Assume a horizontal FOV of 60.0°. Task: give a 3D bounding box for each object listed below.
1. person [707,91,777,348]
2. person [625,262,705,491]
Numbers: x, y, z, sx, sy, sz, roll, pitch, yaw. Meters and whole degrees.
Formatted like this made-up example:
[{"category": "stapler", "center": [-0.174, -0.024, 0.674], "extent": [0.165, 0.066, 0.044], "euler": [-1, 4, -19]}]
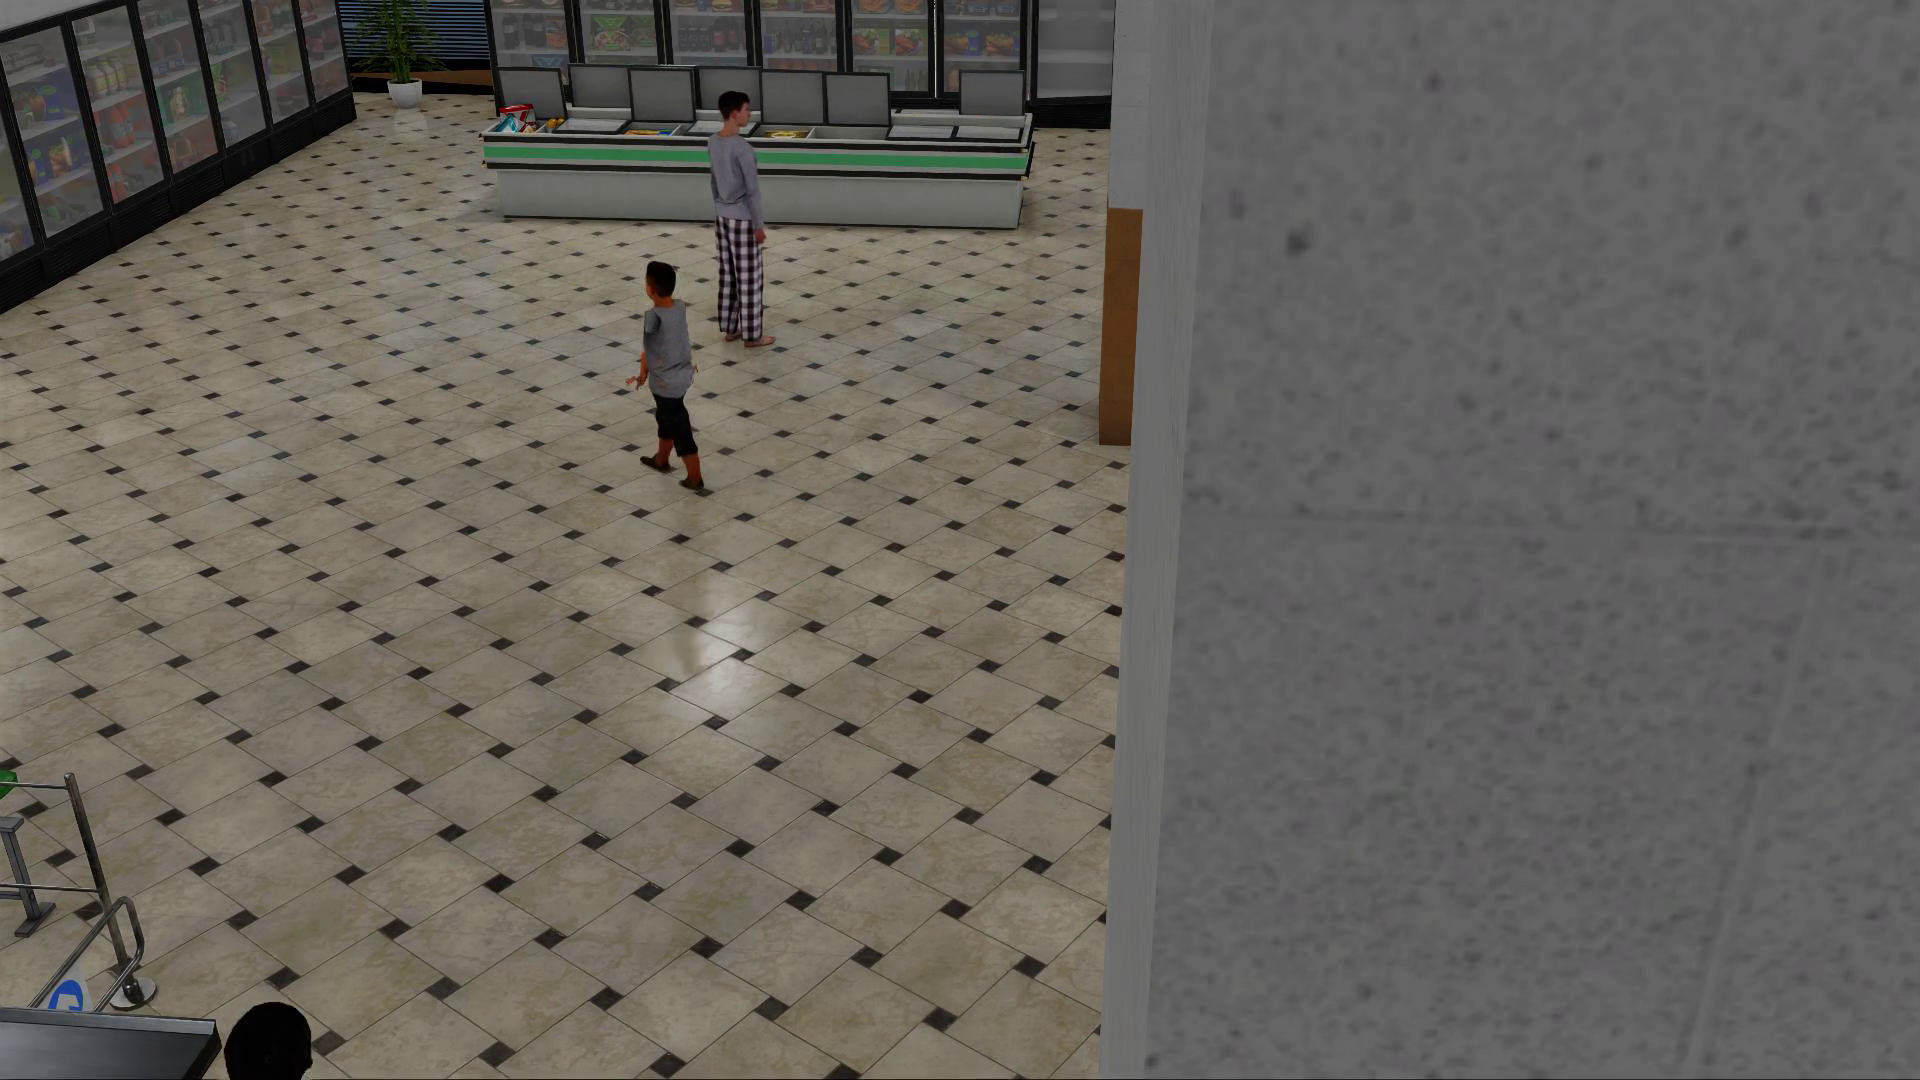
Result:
[{"category": "person", "center": [-1.625, -2.326, 12.105], "extent": [0.691, 1.846, 0.772], "euler": [24, 35, 39]}, {"category": "person", "center": [-1.679, -0.988, 9.918], "extent": [0.938, 1.439, 0.811], "euler": [16, 31, 28]}]
